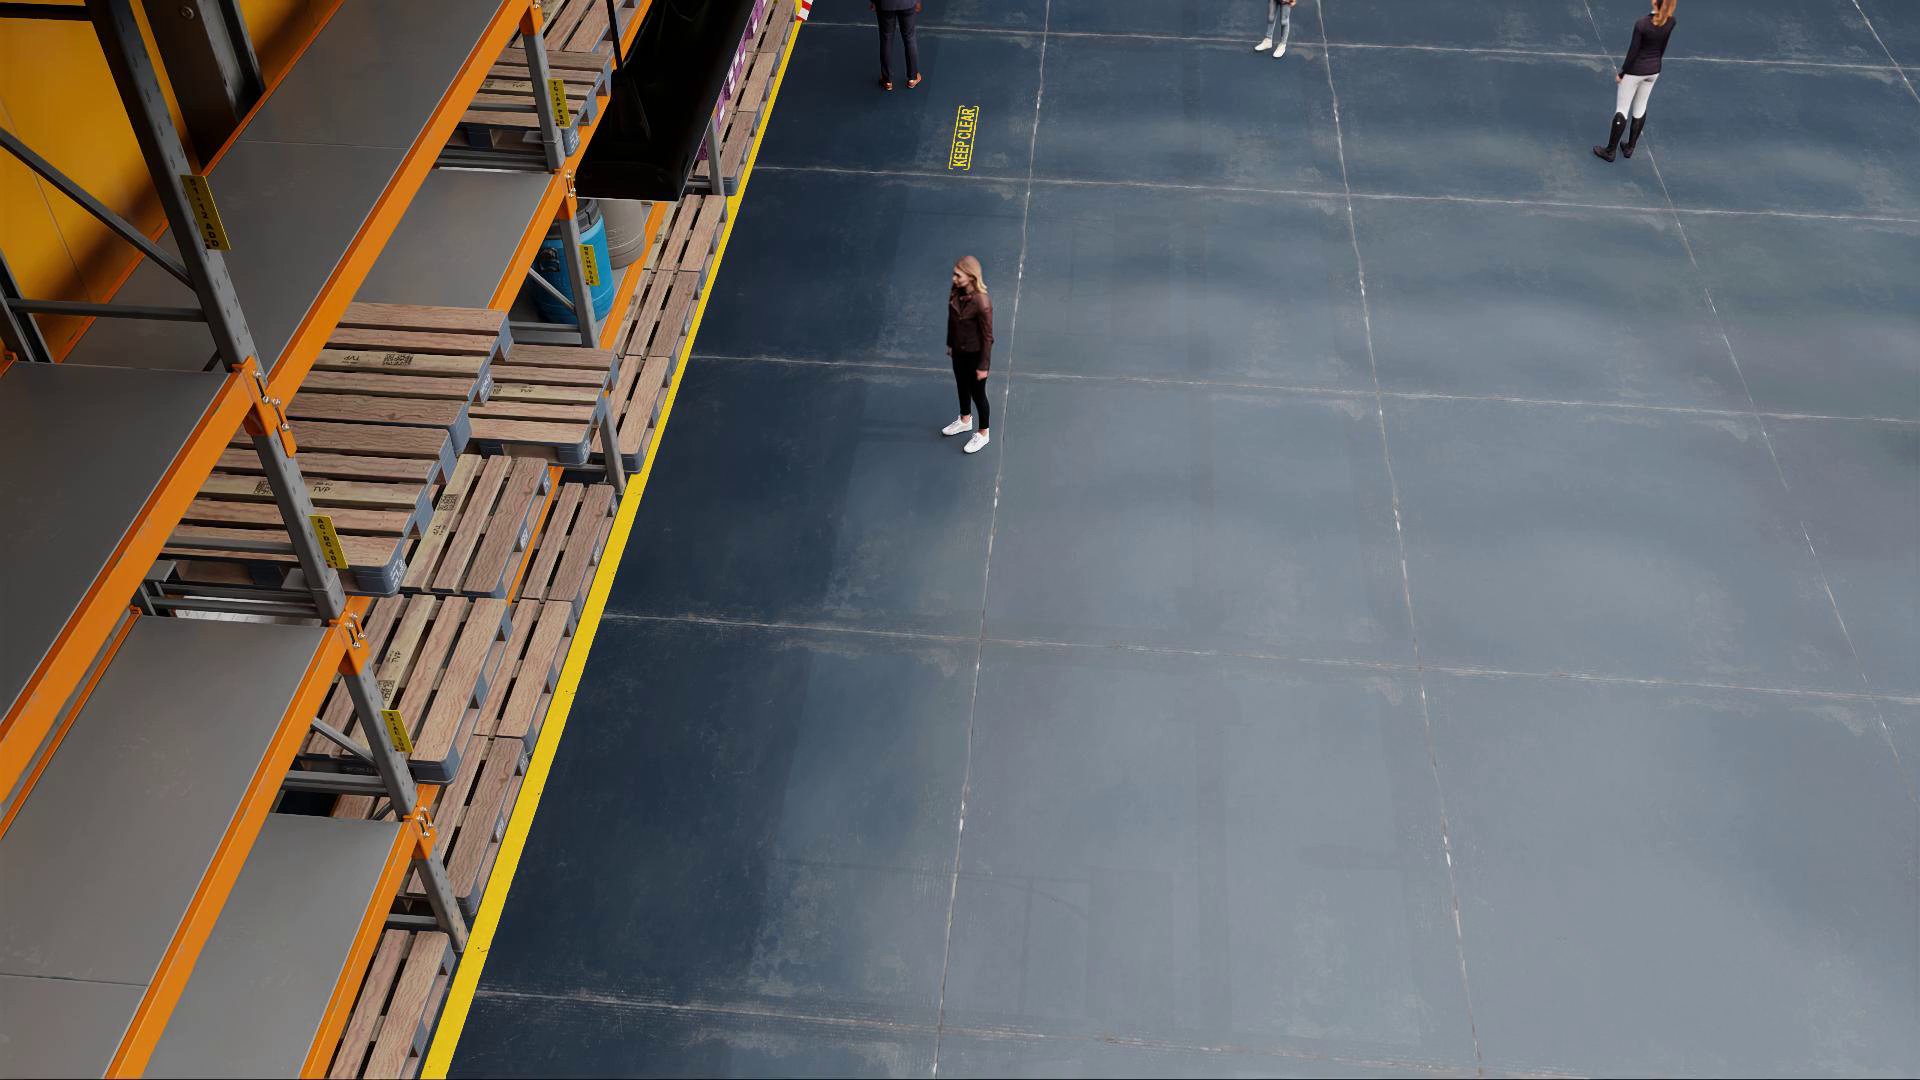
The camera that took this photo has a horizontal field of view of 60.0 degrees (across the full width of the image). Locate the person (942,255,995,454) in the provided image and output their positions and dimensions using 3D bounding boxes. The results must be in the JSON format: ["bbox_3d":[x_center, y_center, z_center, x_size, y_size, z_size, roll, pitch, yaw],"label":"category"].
[{"bbox_3d":[0.080,-1.412,12.493,0.729,1.703,0.652,-27,50,-25],"label":"person"}]

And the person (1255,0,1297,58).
[{"bbox_3d":[3.348,-5.689,17.270,0.623,1.306,0.667,31,52,29],"label":"person"}]

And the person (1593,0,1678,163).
[{"bbox_3d":[6.362,-4.362,15.570,0.645,1.729,0.661,-12,45,-12],"label":"person"}]

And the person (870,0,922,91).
[{"bbox_3d":[-0.634,-5.360,16.550,0.722,1.824,0.647,-2,44,-2],"label":"person"}]
